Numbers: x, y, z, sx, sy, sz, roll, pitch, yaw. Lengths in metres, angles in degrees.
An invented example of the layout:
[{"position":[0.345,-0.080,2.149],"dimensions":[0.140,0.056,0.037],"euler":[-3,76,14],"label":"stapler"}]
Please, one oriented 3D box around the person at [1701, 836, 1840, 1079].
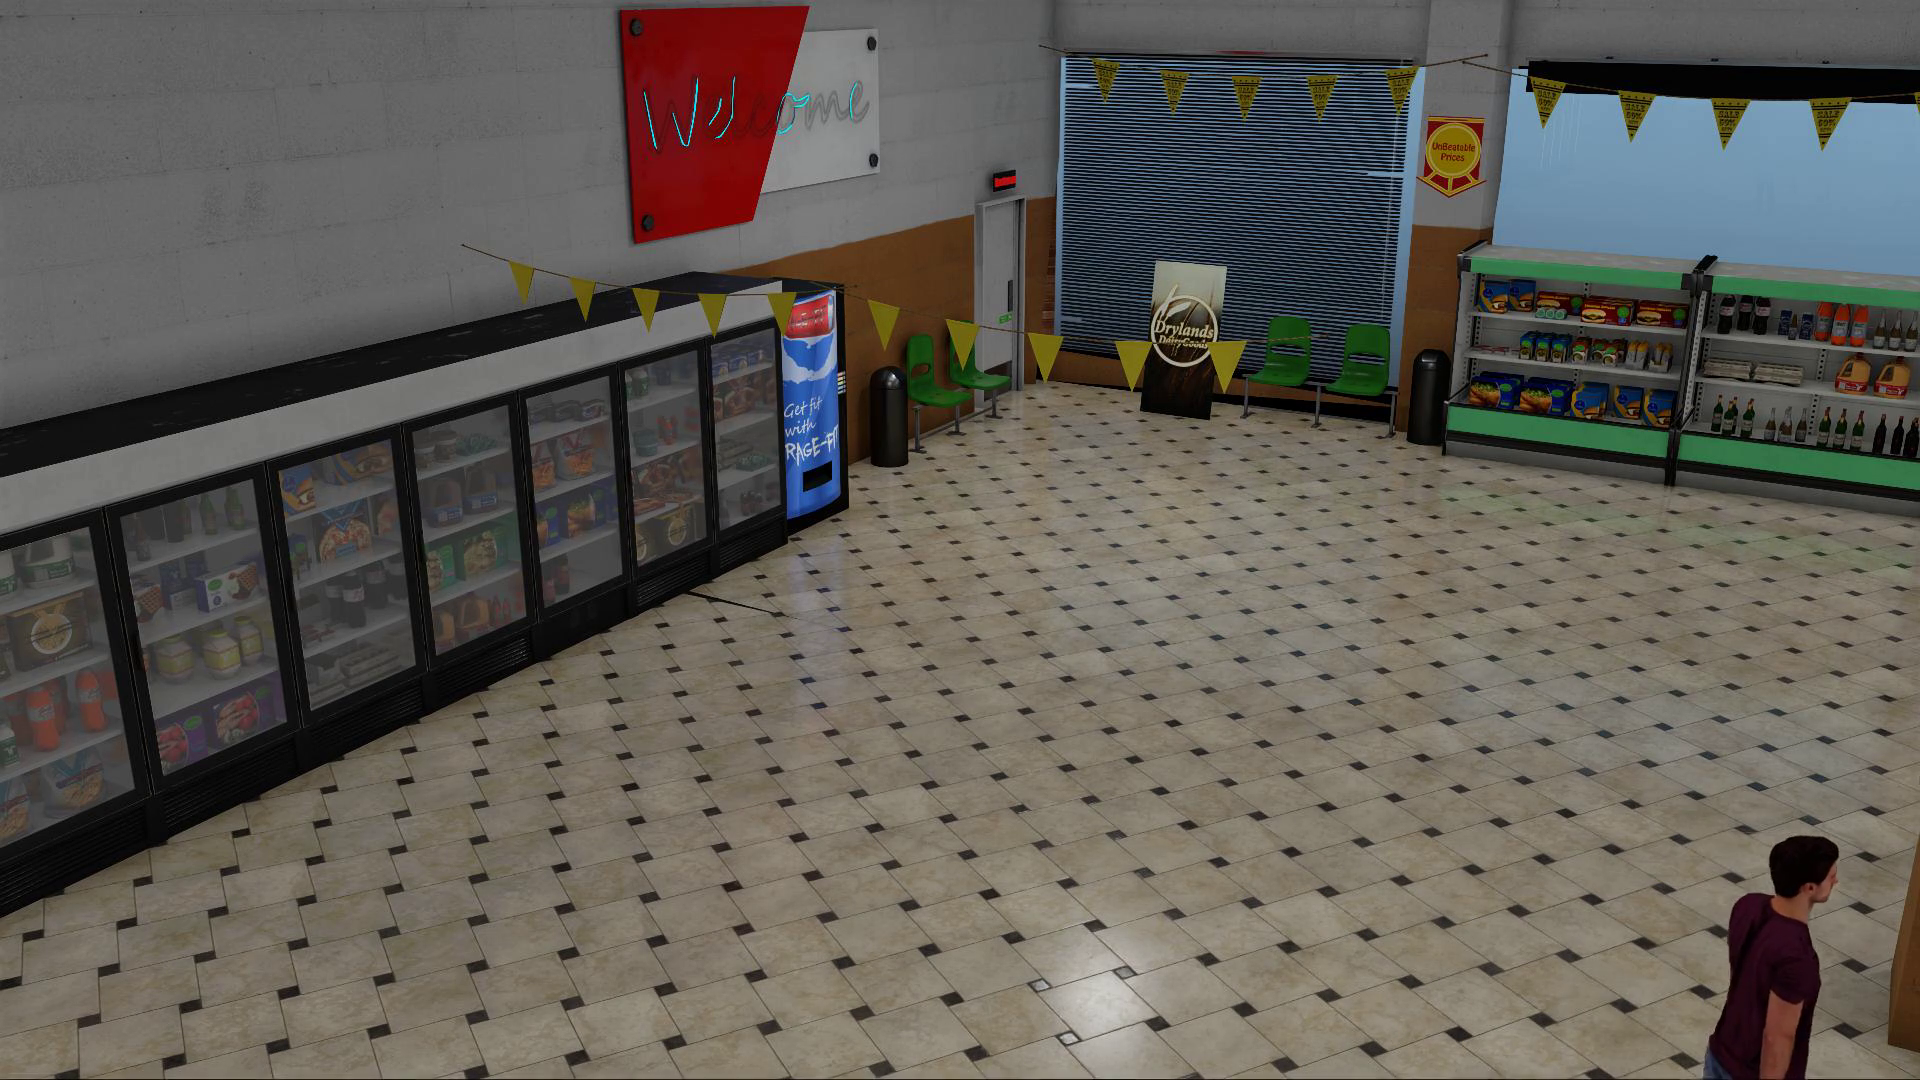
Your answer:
[{"position":[2.817,1.923,6.061],"dimensions":[1.240,1.797,1.056],"euler":[-1,19,-2],"label":"person"}]
